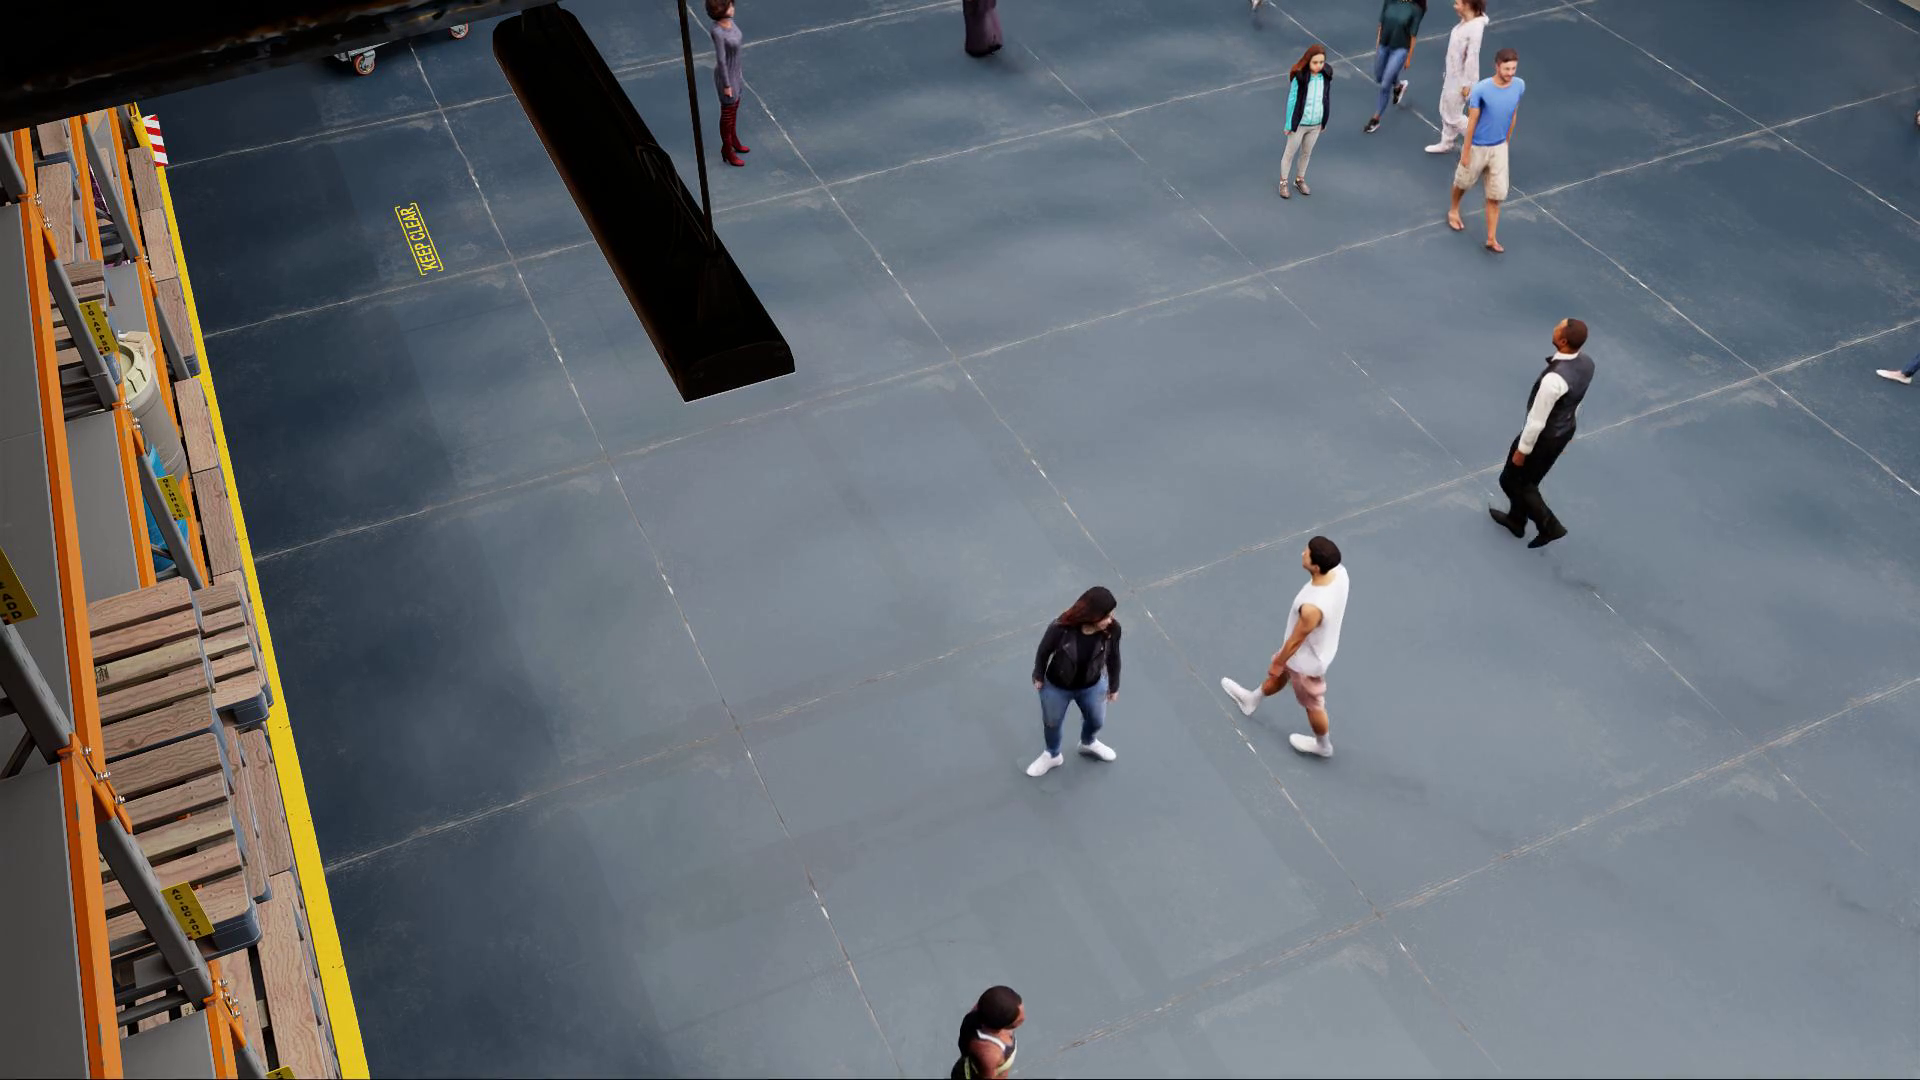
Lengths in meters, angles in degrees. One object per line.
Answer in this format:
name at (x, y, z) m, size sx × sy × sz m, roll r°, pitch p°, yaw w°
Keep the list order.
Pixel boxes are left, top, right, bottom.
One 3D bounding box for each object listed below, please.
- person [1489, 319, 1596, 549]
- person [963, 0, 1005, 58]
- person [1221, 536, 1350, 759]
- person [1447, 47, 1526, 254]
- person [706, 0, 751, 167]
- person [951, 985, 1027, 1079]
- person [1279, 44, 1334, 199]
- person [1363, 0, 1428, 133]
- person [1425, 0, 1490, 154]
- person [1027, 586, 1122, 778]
person at (4.167, -0.685, 11.656) m, size 0.848 × 1.907 × 0.982 m, roll -32°, pitch 52°, yaw -29°
person at (0.244, -5.722, 17.161) m, size 0.647 × 1.607 × 0.786 m, roll -21°, pitch 47°, yaw -20°
person at (2.239, 0.728, 10.289) m, size 1.177 × 1.747 × 1.036 m, roll 21°, pitch 48°, yaw 21°
person at (4.610, -3.537, 14.705) m, size 0.896 × 1.830 × 1.208 m, roll -5°, pitch 44°, yaw -5°
person at (-2.183, -4.368, 15.664) m, size 0.728 × 1.710 × 0.624 m, roll 6°, pitch 44°, yaw 6°
person at (0.011, 2.722, 8.219) m, size 0.959 × 1.713 × 1.049 m, roll -3°, pitch 44°, yaw -3°
person at (3.177, -3.864, 15.289) m, size 0.609 × 1.499 × 0.613 m, roll -11°, pitch 45°, yaw -12°
person at (4.265, -4.791, 16.188) m, size 0.949 × 1.600 × 0.849 m, roll 34°, pitch 53°, yaw 30°
person at (4.822, -4.388, 15.717) m, size 0.874 × 1.666 × 0.833 m, roll -2°, pitch 44°, yaw -2°
person at (0.653, 0.875, 10.231) m, size 0.811 × 1.613 × 0.745 m, roll 9°, pitch 44°, yaw 9°
